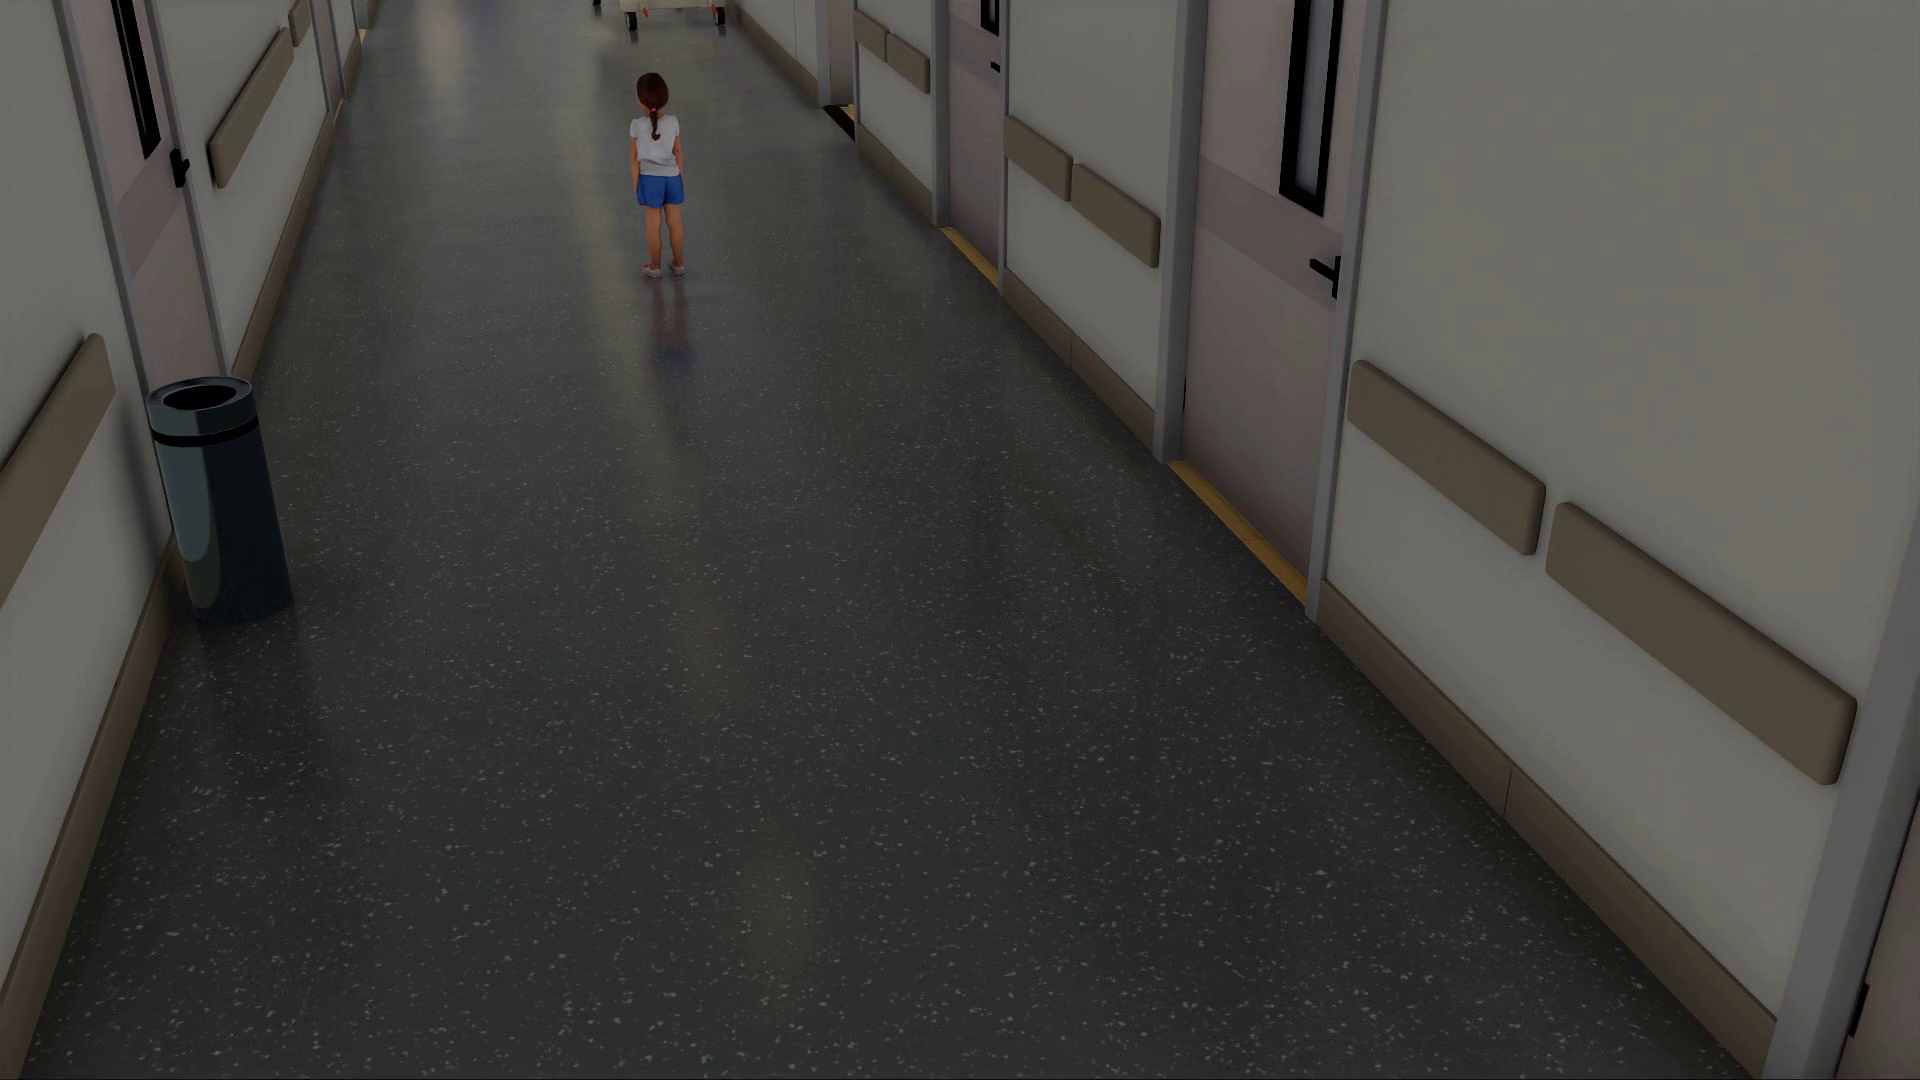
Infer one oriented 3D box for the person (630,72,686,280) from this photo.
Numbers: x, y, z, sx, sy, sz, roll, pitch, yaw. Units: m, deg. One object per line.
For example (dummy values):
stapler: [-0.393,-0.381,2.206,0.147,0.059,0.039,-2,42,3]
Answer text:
person: [-1.513,-1.830,8.360,0.381,1.020,0.489,-10,27,-19]
